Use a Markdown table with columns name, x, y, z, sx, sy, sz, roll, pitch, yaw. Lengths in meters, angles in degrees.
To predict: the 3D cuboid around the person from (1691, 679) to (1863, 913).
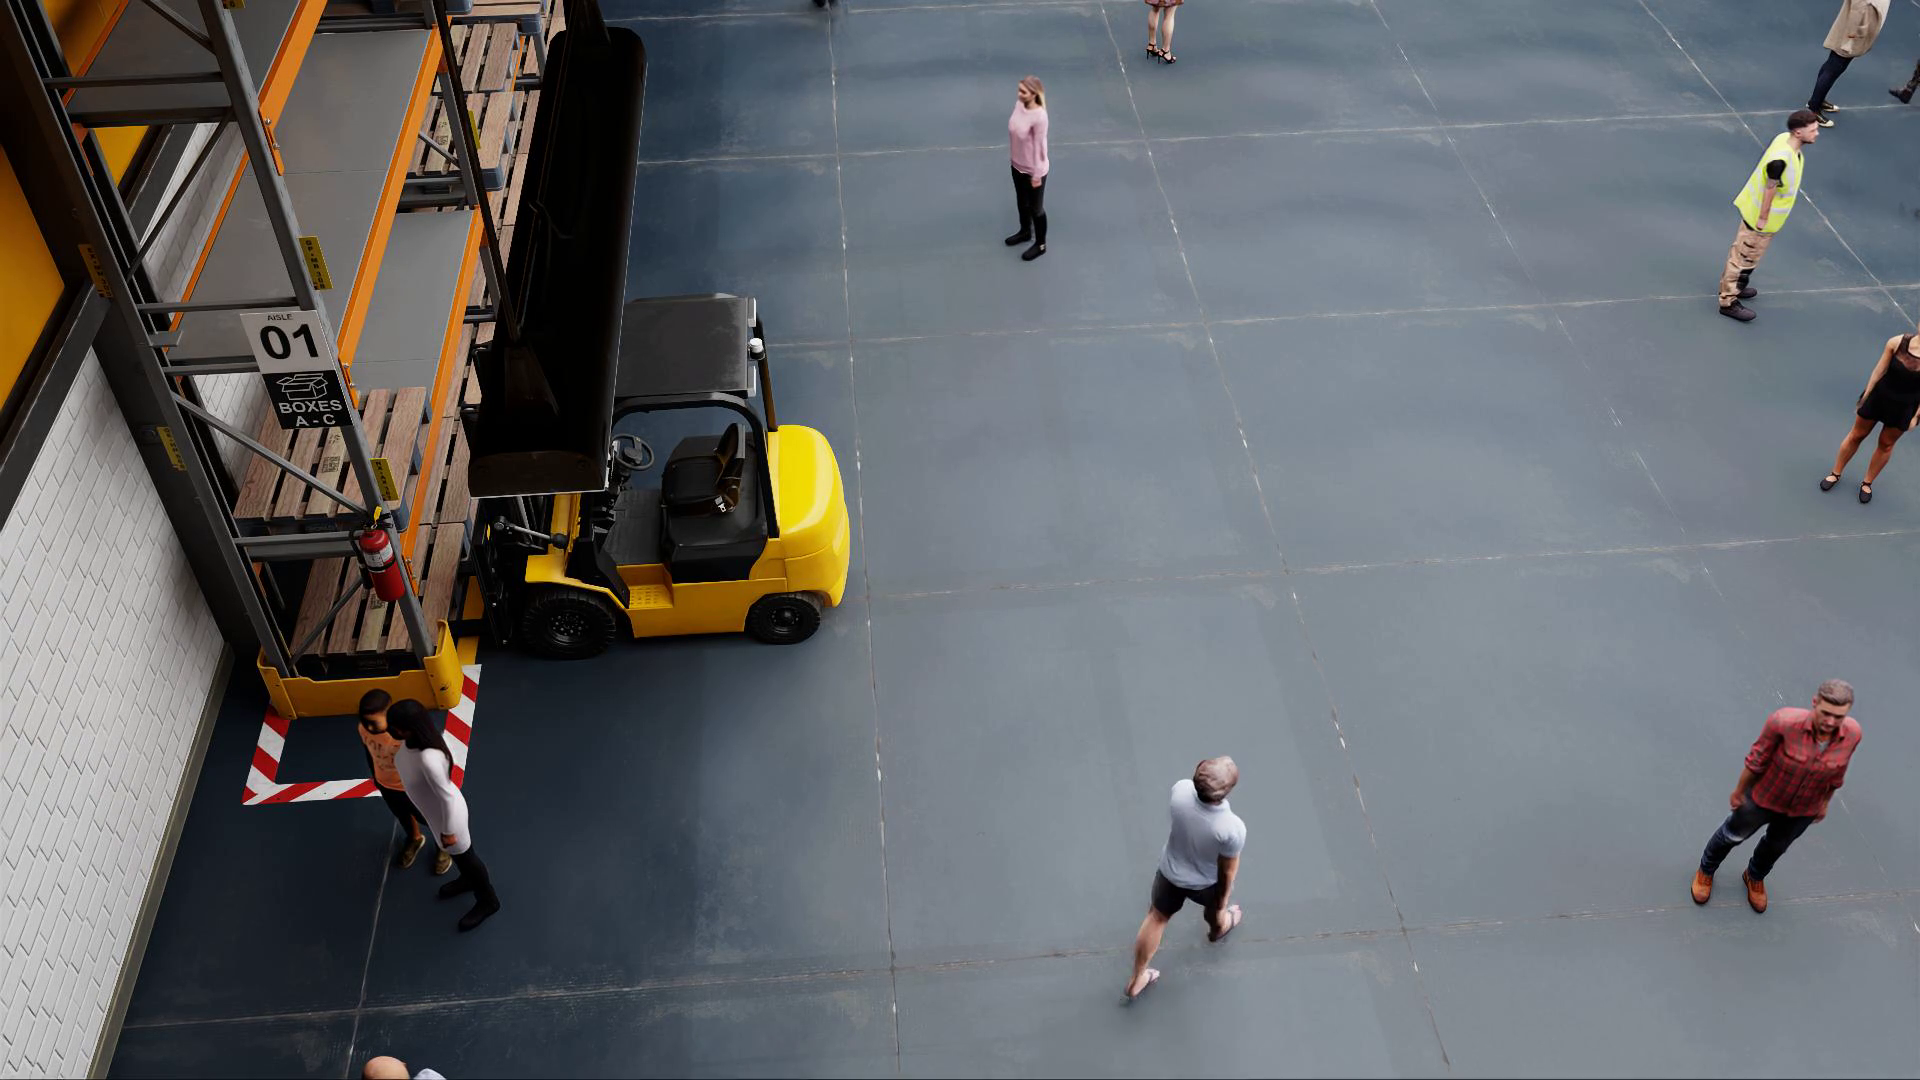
| name | x | y | z | sx | sy | sz | roll | pitch | yaw |
| --- | --- | --- | --- | --- | --- | --- | --- | --- | --- |
| person | 4.608 | 1.415 | 9.312 | 0.748 | 1.830 | 0.647 | 7 | 44 | 8 |

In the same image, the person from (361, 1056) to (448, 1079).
| name | x | y | z | sx | sy | sz | roll | pitch | yaw |
| --- | --- | --- | --- | --- | --- | --- | --- | --- | --- |
| person | -2.477 | 2.926 | 7.756 | 0.777 | 1.790 | 0.616 | 9 | 44 | 10 |

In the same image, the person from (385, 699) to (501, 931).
| name | x | y | z | sx | sy | sz | roll | pitch | yaw |
| --- | --- | --- | --- | --- | --- | --- | --- | --- | --- |
| person | -2.867 | 1.500 | 9.240 | 0.744 | 1.807 | 0.614 | -24 | 49 | -23 |

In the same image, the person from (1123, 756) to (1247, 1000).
| name | x | y | z | sx | sy | sz | roll | pitch | yaw |
| --- | --- | --- | --- | --- | --- | --- | --- | --- | --- |
| person | 1.181 | 1.828 | 8.908 | 1.156 | 1.791 | 1.210 | 32 | 52 | 29 |

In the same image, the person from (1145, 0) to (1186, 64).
| name | x | y | z | sx | sy | sz | roll | pitch | yaw |
| --- | --- | --- | --- | --- | --- | --- | --- | --- | --- |
| person | 2.096 | -5.685 | 16.805 | 0.858 | 1.774 | 0.780 | -28 | 50 | -27 |

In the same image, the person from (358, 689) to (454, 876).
| name | x | y | z | sx | sy | sz | roll | pitch | yaw |
| --- | --- | --- | --- | --- | --- | --- | --- | --- | --- |
| person | -3.225 | 1.370 | 9.628 | 0.577 | 1.459 | 0.579 | 10 | 45 | 10 |

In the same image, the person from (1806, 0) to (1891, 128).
| name | x | y | z | sx | sy | sz | roll | pitch | yaw |
| --- | --- | --- | --- | --- | --- | --- | --- | --- | --- |
| person | 8.536 | -4.928 | 15.929 | 0.880 | 1.888 | 0.796 | 22 | 48 | 21 |

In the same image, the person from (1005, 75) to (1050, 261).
| name | x | y | z | sx | sy | sz | roll | pitch | yaw |
| --- | --- | --- | --- | --- | --- | --- | --- | --- | --- |
| person | 0.610 | -3.223 | 14.286 | 0.734 | 1.685 | 0.620 | -23 | 48 | -22 |

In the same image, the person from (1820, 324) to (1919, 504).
| name | x | y | z | sx | sy | sz | roll | pitch | yaw |
| --- | --- | --- | --- | --- | --- | --- | --- | --- | --- |
| person | 6.710 | -0.995 | 11.957 | 0.679 | 1.672 | 0.726 | 24 | 49 | 23 |

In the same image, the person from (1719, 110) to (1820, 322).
| name | x | y | z | sx | sy | sz | roll | pitch | yaw |
| --- | --- | --- | --- | --- | --- | --- | --- | --- | --- |
| person | 6.607 | -2.695 | 13.616 | 0.897 | 1.845 | 0.811 | 18 | 46 | 18 |
